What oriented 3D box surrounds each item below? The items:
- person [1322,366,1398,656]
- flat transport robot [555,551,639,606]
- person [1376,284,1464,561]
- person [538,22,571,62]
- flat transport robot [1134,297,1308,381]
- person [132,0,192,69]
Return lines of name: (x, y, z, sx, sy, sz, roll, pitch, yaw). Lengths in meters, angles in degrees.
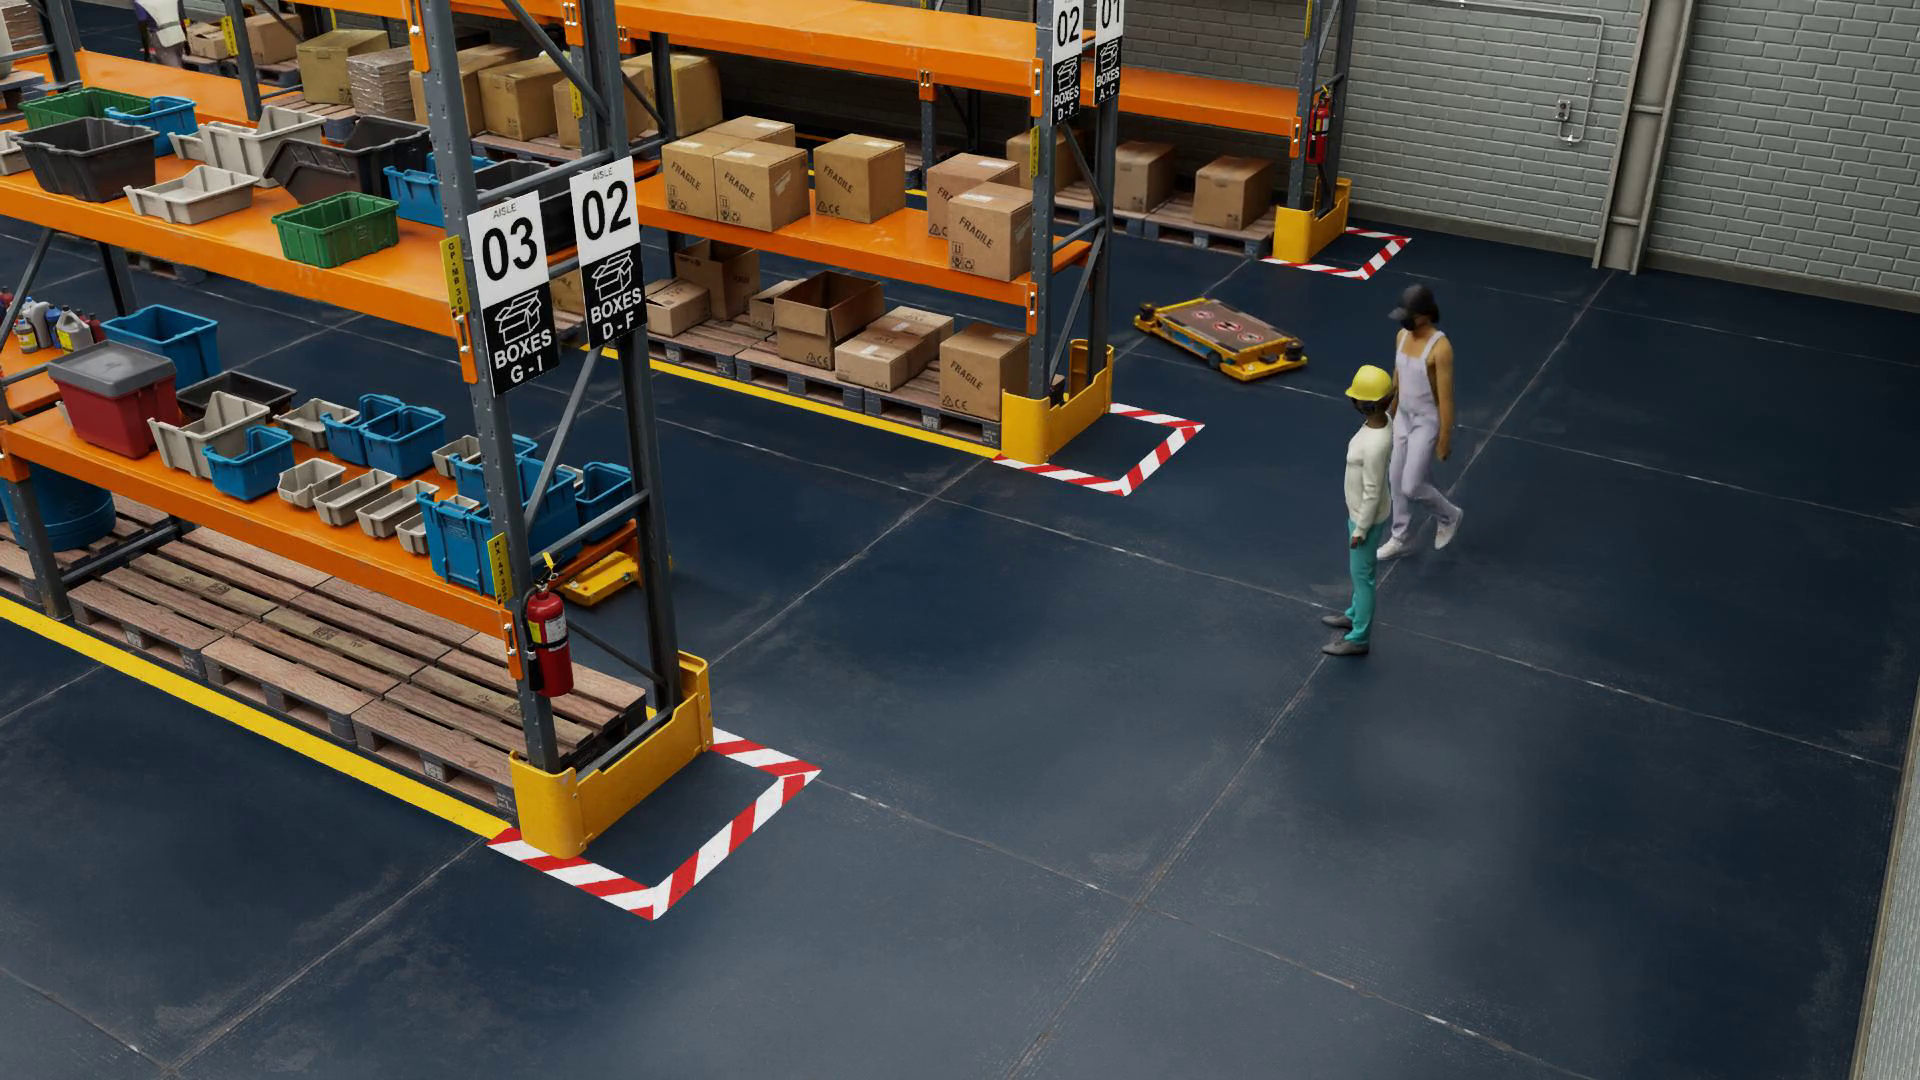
person: (2.262, -0.159, 9.386, 0.326, 1.763, 0.523, 7, 30, 13)
flat transport robot: (-2.639, 0.009, 10.618, 1.431, 0.231, 0.659, 19, 34, 30)
person: (2.841, -0.705, 10.291, 0.611, 1.830, 0.559, -12, 31, -20)
person: (-4.119, -4.493, 17.225, 0.539, 1.698, 0.316, 13, 32, 22)
flat transport robot: (2.126, -1.678, 13.644, 0.659, 0.231, 1.431, -17, 33, -28)
person: (-9.254, -5.759, 19.395, 0.642, 1.804, 0.574, 12, 31, 20)
